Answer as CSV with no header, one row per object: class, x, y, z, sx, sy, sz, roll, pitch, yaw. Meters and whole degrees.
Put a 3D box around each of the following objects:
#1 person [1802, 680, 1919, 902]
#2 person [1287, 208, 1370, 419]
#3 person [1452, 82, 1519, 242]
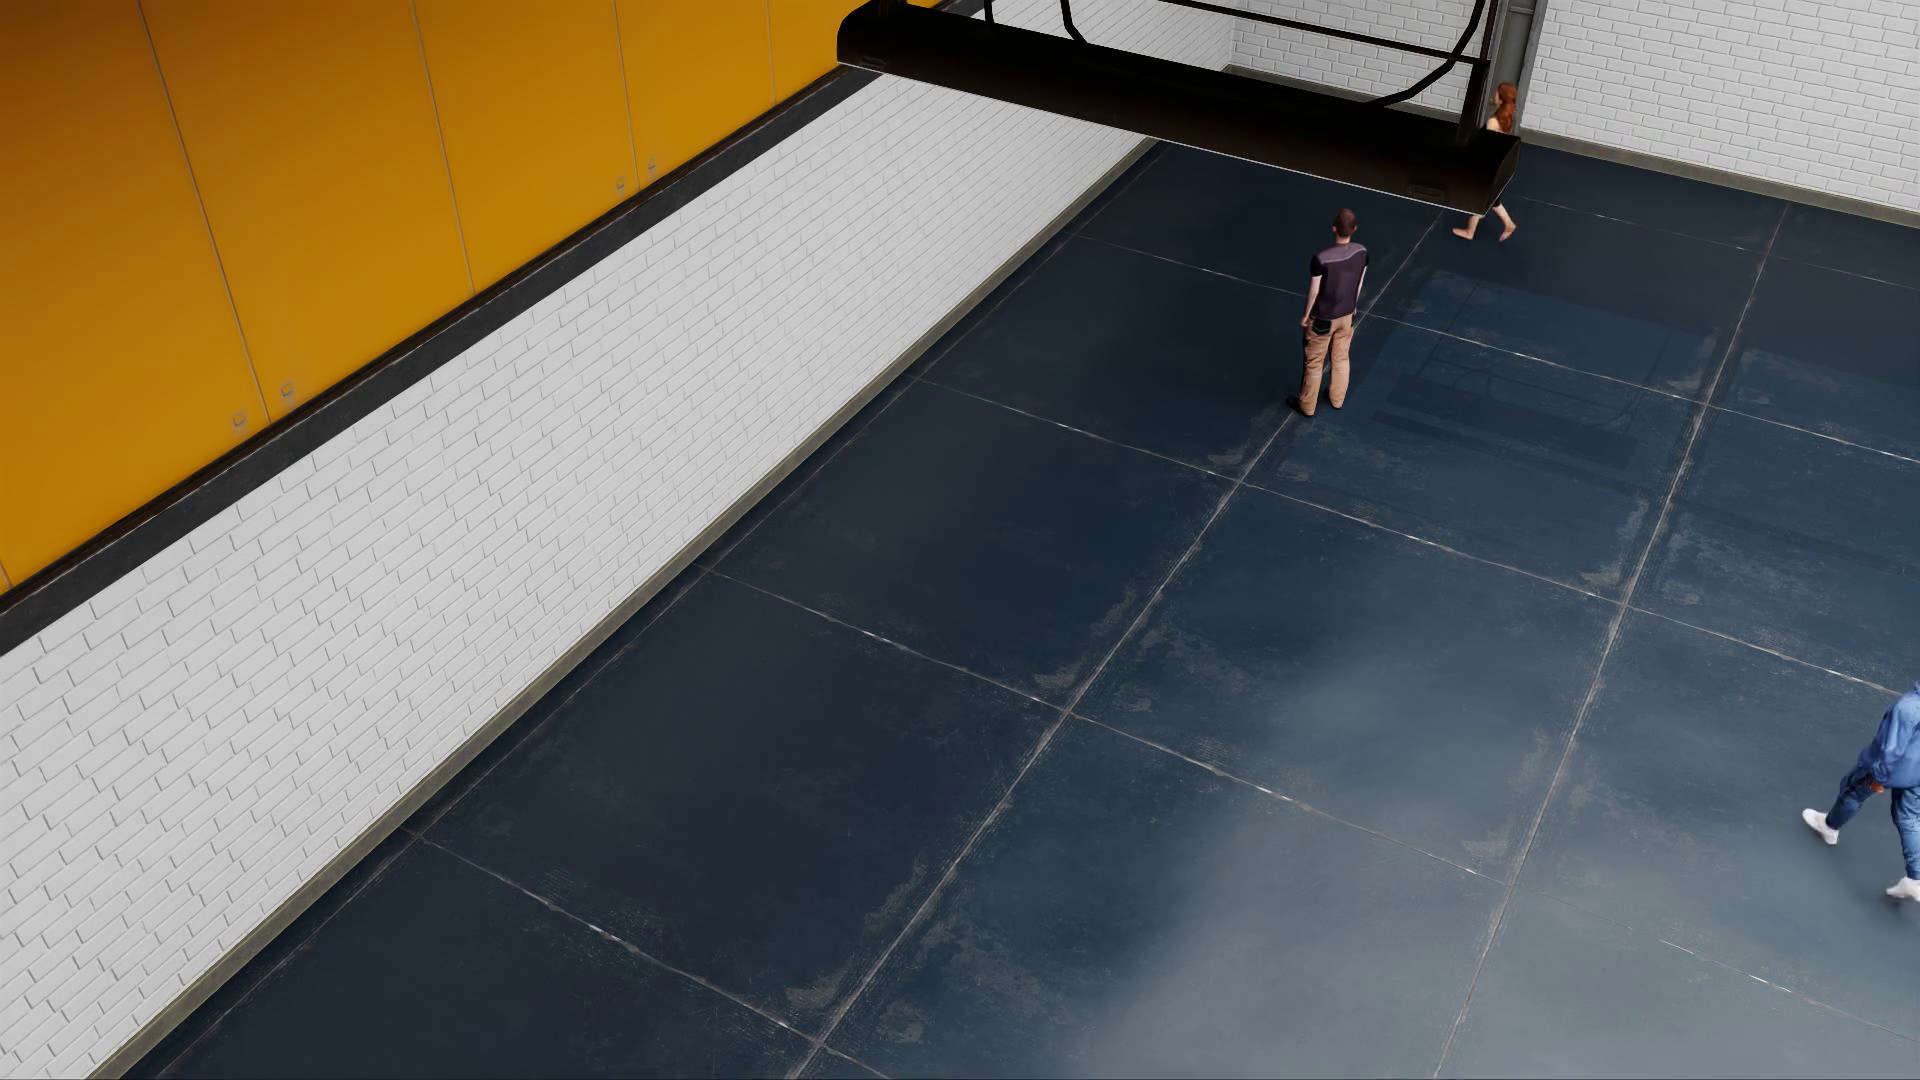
person,5.484,1.327,9.559,1.156,1.781,1.190,-8,39,-9
person,3.013,-1.841,13.477,0.773,1.842,0.806,-14,41,-17
person,5.101,-3.538,15.784,0.882,1.615,0.686,30,47,32
